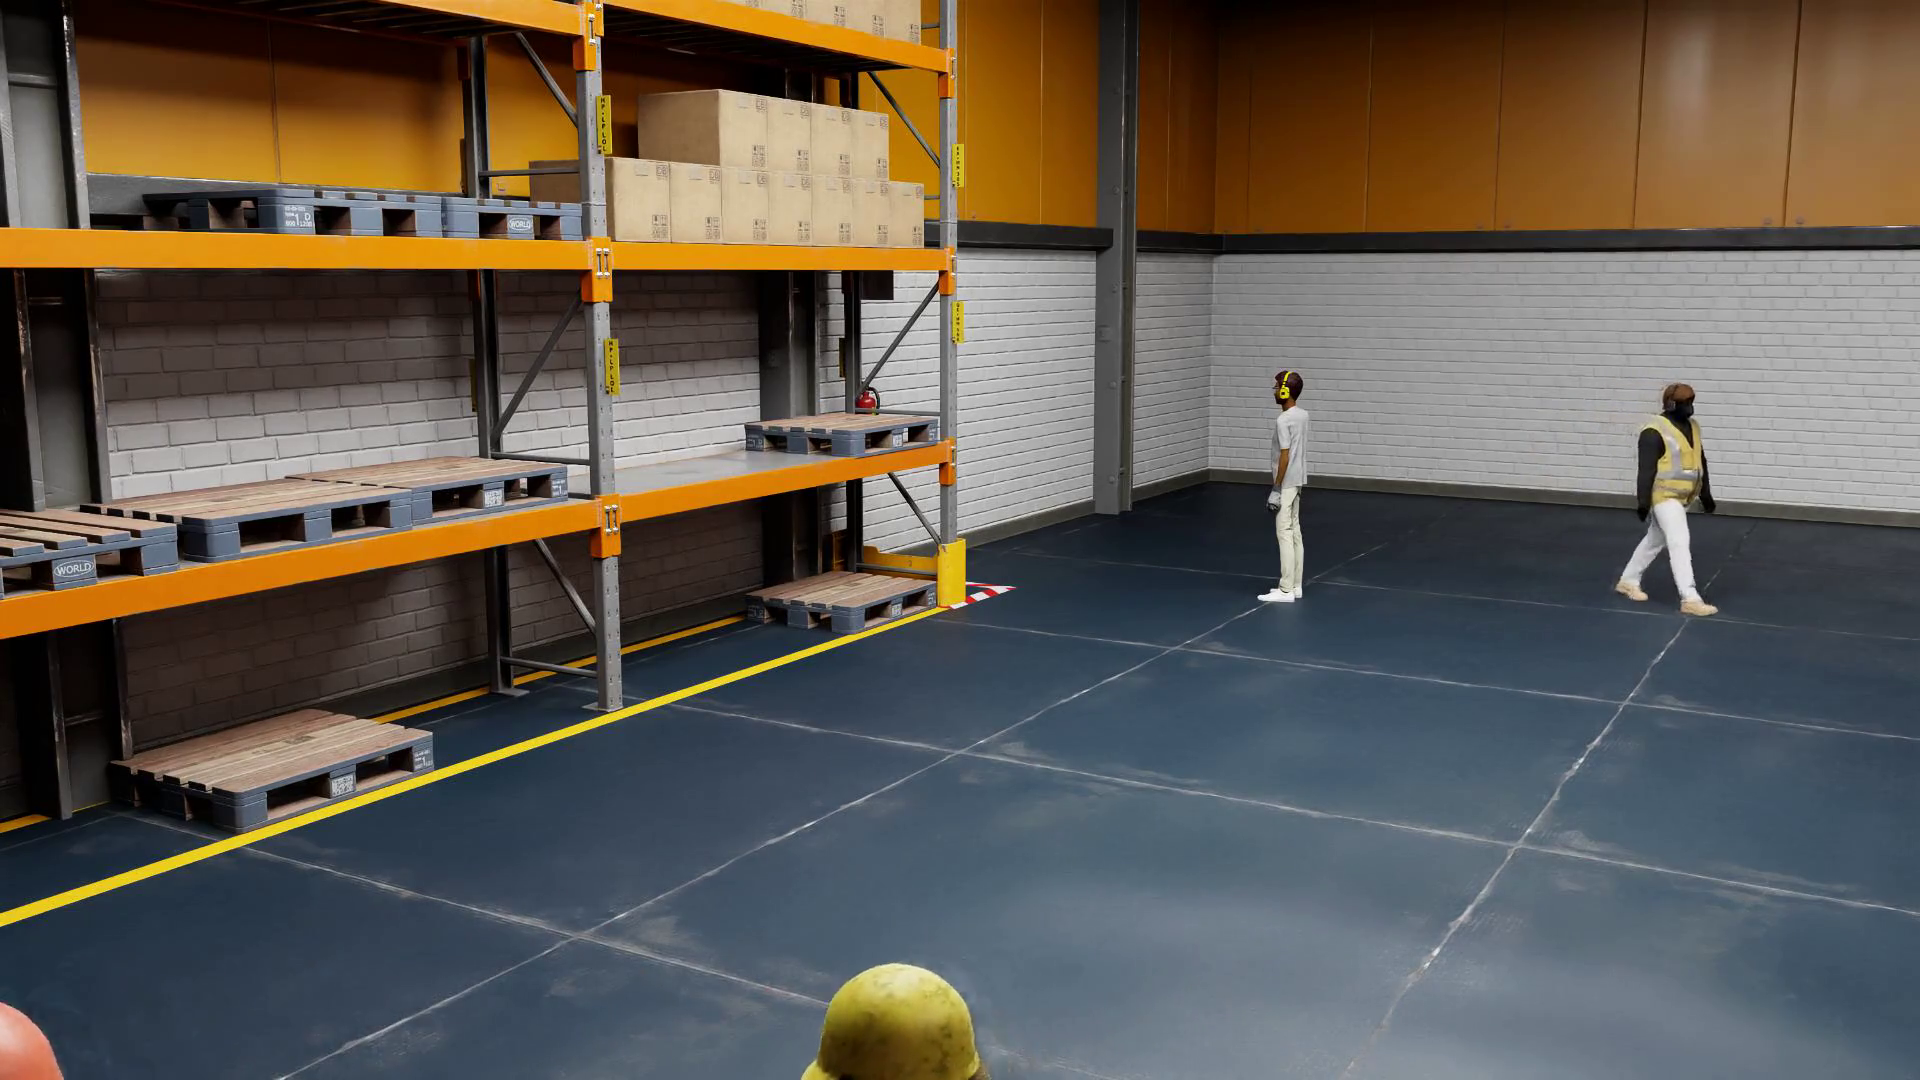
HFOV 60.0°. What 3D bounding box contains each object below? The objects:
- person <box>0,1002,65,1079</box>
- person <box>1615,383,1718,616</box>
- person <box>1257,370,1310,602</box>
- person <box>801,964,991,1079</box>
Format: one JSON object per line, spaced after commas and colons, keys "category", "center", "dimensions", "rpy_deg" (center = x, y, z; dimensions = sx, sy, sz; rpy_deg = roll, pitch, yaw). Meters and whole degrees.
{"category": "person", "center": [-0.964, 1.413, 1.928], "dimensions": [1.013, 1.885, 0.599], "rpy_deg": [-3, 10, -18]}
{"category": "person", "center": [5.610, -0.349, 13.170], "dimensions": [0.627, 1.799, 0.952], "rpy_deg": [-7, 11, -36]}
{"category": "person", "center": [2.627, -0.430, 13.437], "dimensions": [0.328, 1.872, 0.513], "rpy_deg": [5, 11, 30]}
{"category": "person", "center": [-0.006, 1.412, 2.410], "dimensions": [0.670, 1.728, 0.493], "rpy_deg": [-7, 12, -38]}
